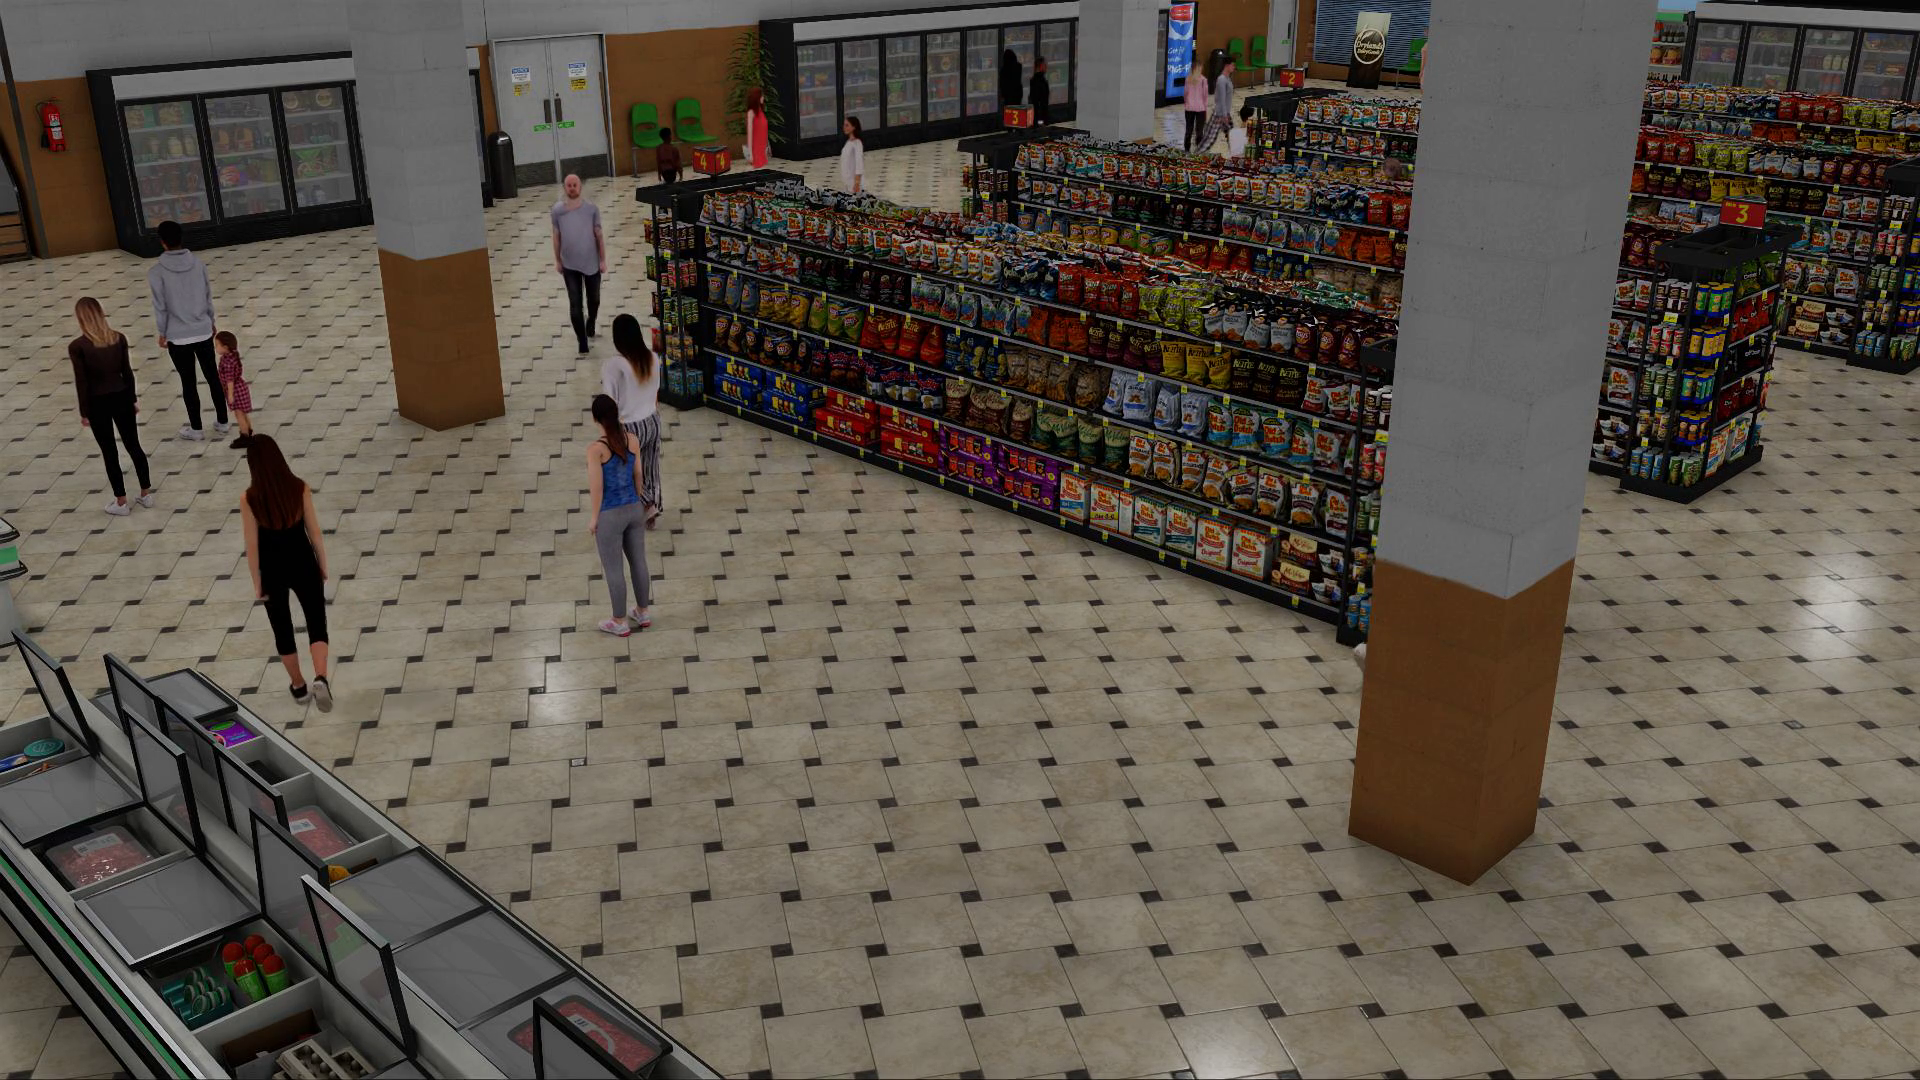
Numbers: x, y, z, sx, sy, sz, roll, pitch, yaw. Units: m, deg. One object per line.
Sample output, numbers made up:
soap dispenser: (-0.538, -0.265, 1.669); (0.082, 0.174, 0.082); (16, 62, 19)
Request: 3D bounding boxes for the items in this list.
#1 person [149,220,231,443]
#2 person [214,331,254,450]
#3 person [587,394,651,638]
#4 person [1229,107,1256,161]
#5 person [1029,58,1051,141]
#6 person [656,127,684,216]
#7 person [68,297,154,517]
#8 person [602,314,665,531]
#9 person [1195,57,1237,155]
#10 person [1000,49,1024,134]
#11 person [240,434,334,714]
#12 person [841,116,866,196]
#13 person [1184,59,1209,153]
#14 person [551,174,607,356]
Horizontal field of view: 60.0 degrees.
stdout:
person: (-6.698, -1.824, 14.467); (0.622, 1.931, 0.692); (17, 28, 36)
person: (-6.274, -1.305, 14.400); (0.551, 1.019, 0.474); (-5, 22, -13)
person: (-2.211, -0.165, 10.770); (0.533, 1.609, 0.559); (19, 29, 39)
person: (3.715, -4.894, 22.344); (0.726, 1.756, 0.744); (-20, 30, -41)
person: (1.174, -6.857, 27.048); (0.948, 1.890, 0.891); (2, 22, 5)
person: (-4.252, -5.327, 24.122); (0.923, 1.233, 0.834); (8, 23, 19)
person: (-6.546, -1.031, 12.800); (0.570, 1.703, 0.647); (14, 26, 31)
person: (-2.379, -0.839, 12.371); (0.747, 1.667, 0.711); (17, 27, 36)
person: (4.277, -7.101, 27.796); (1.306, 1.786, 1.001); (9, 24, 22)
person: (0.983, -8.386, 31.226); (0.622, 1.612, 0.605); (-20, 29, -40)
person: (-3.886, 0.228, 9.654); (0.780, 1.712, 1.035); (-11, 24, -25)
person: (-1.414, -4.788, 22.170); (0.724, 1.688, 0.587); (-10, 24, -24)
person: (4.081, -7.474, 28.854); (0.536, 1.688, 0.696); (14, 26, 31)
person: (-3.926, -2.875, 17.260); (1.082, 1.800, 1.313); (-6, 23, -14)
